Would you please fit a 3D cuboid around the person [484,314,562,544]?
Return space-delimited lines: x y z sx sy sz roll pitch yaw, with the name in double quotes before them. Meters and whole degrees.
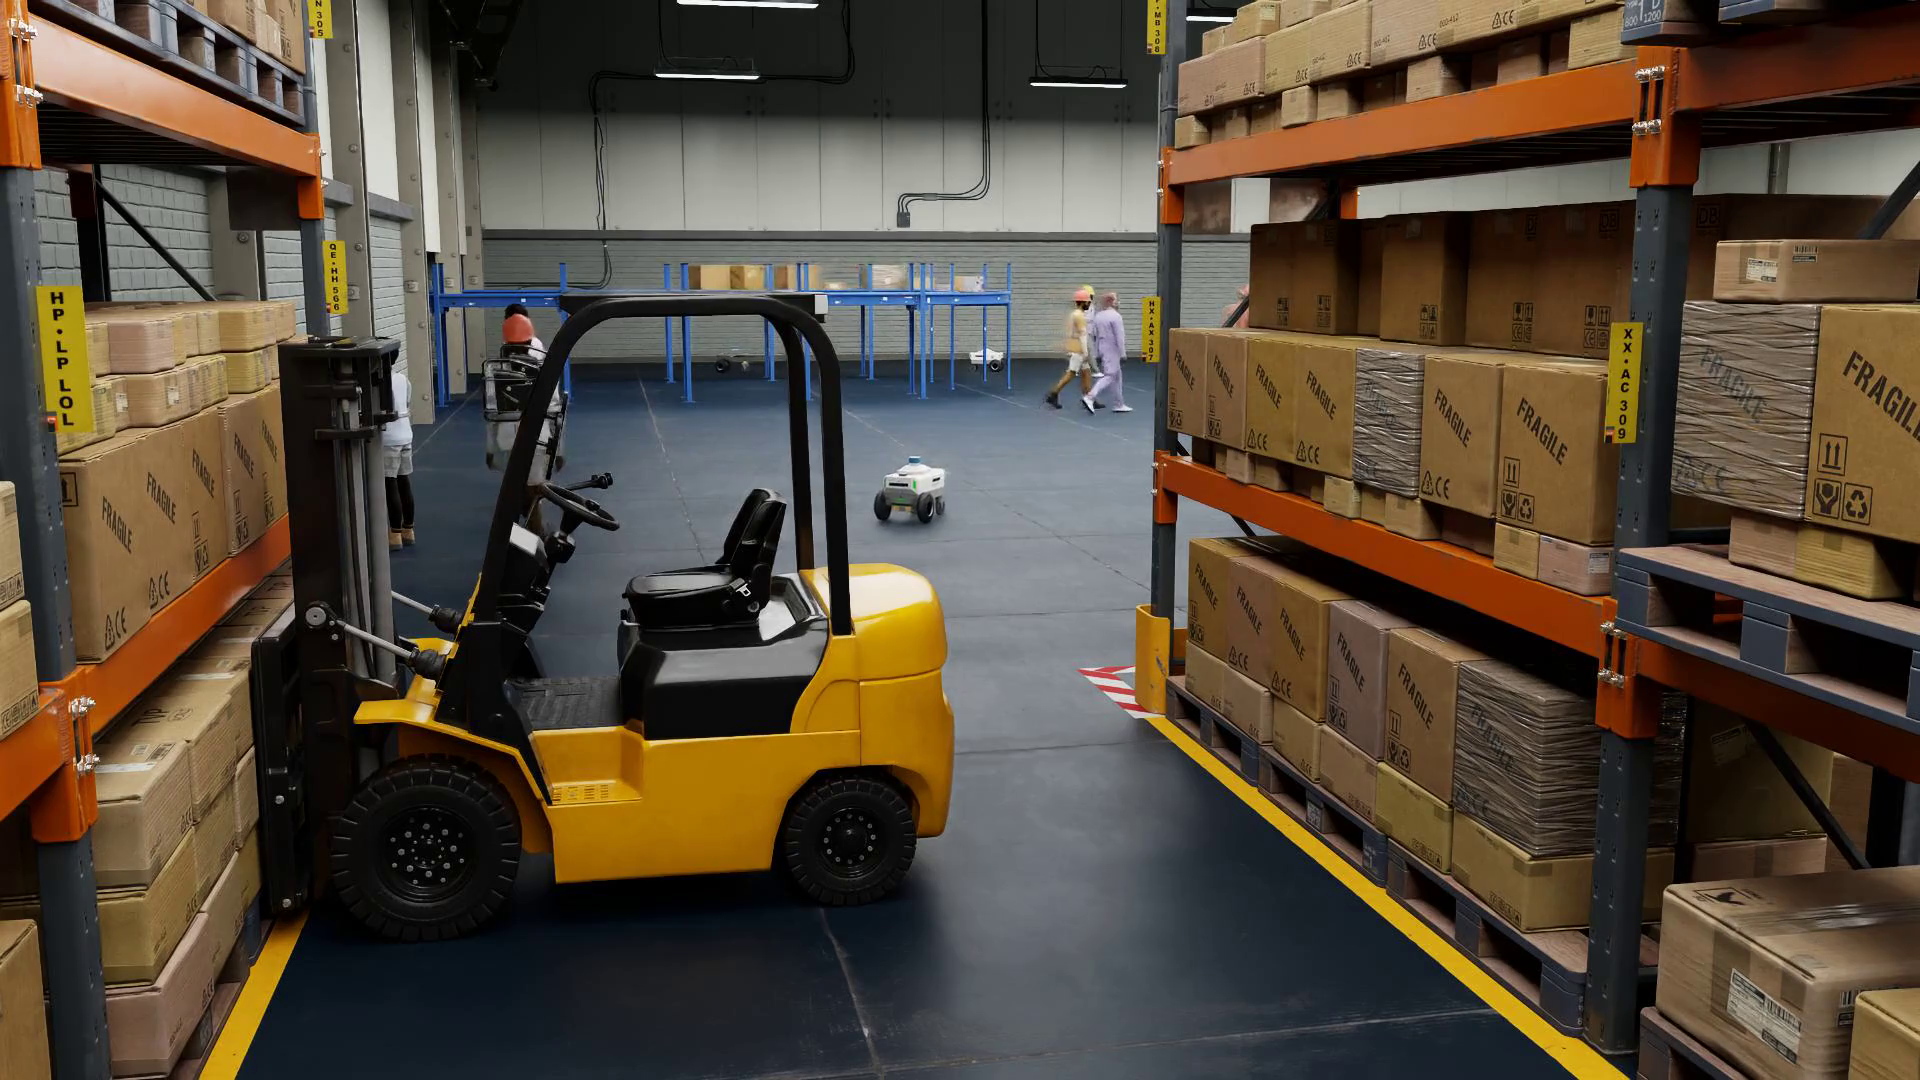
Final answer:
"person" -3.216 -0.727 12.350 0.574 1.916 0.703 1 9 5

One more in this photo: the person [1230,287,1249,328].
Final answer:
"person" 4.591 -3.144 27.028 0.413 1.944 0.714 -7 12 -38

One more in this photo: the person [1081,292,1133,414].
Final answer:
"person" 2.283 -2.891 25.688 0.888 1.873 0.641 -3 10 -18

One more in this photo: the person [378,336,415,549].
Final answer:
"person" -4.579 -0.780 13.348 0.317 1.696 0.538 1 9 7

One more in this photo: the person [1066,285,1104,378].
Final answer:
"person" 2.572 -4.285 34.171 0.979 1.882 0.603 6 11 30

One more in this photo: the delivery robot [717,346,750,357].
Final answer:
"delivery robot" -4.902 -4.072 35.941 0.698 0.223 0.335 1 9 4

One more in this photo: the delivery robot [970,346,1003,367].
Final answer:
"delivery robot" 0.569 -3.974 36.131 0.707 0.478 0.477 2 10 10

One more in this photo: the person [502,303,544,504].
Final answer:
"person" -4.123 -1.260 15.637 0.432 1.914 0.604 2 10 12

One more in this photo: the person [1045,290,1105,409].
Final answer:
"person" 1.824 -3.035 26.547 0.976 1.900 0.563 -1 9 -7

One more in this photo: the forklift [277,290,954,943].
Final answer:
"forklift" -1.179 0.175 6.143 2.313 2.155 1.214 -2 10 -12

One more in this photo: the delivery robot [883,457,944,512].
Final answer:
"delivery robot" -0.412 -0.511 15.027 0.477 0.478 0.707 4 10 22
